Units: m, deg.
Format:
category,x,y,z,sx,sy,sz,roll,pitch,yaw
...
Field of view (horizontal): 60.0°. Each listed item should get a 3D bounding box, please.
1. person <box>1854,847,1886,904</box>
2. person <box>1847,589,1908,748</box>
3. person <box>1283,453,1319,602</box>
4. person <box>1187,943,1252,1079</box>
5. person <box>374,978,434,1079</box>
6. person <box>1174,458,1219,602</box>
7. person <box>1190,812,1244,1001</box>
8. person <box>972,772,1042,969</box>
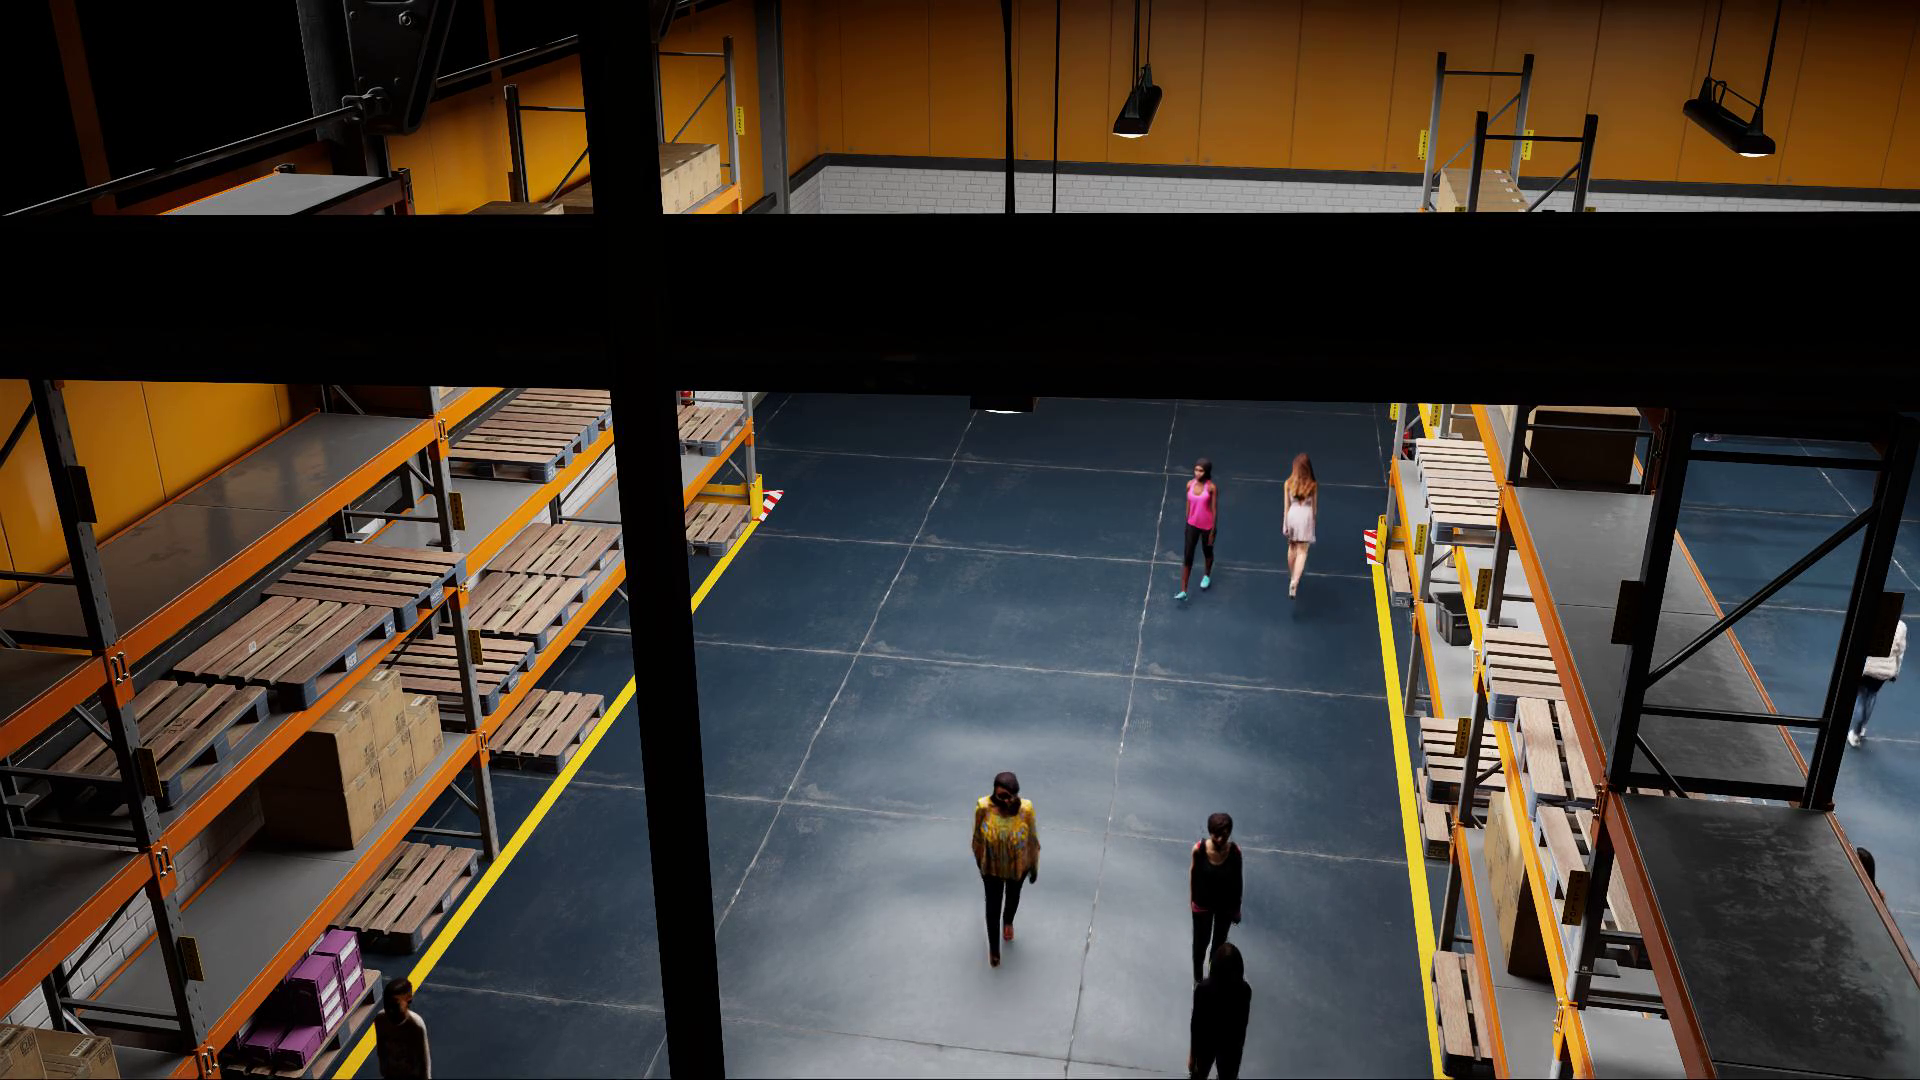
category,x,y,z,sx,sy,sz,roll,pitch,yaw
person,6.366,3.007,11.966,0.569,1.675,0.584,3,24,6
person,8.802,1.261,16.015,0.653,1.631,0.658,6,24,13
person,3.876,-0.106,19.003,0.671,1.743,1.088,7,25,16
person,1.705,3.368,11.222,0.702,1.609,1.100,0,24,0
person,-3.648,3.499,11.115,0.568,1.454,0.619,4,24,10
person,2.825,-0.149,19.194,0.807,1.669,1.169,12,26,25
person,1.964,2.720,12.797,0.590,1.535,0.775,1,24,2
person,0.362,2.502,13.176,0.798,1.631,0.923,-1,24,-3
